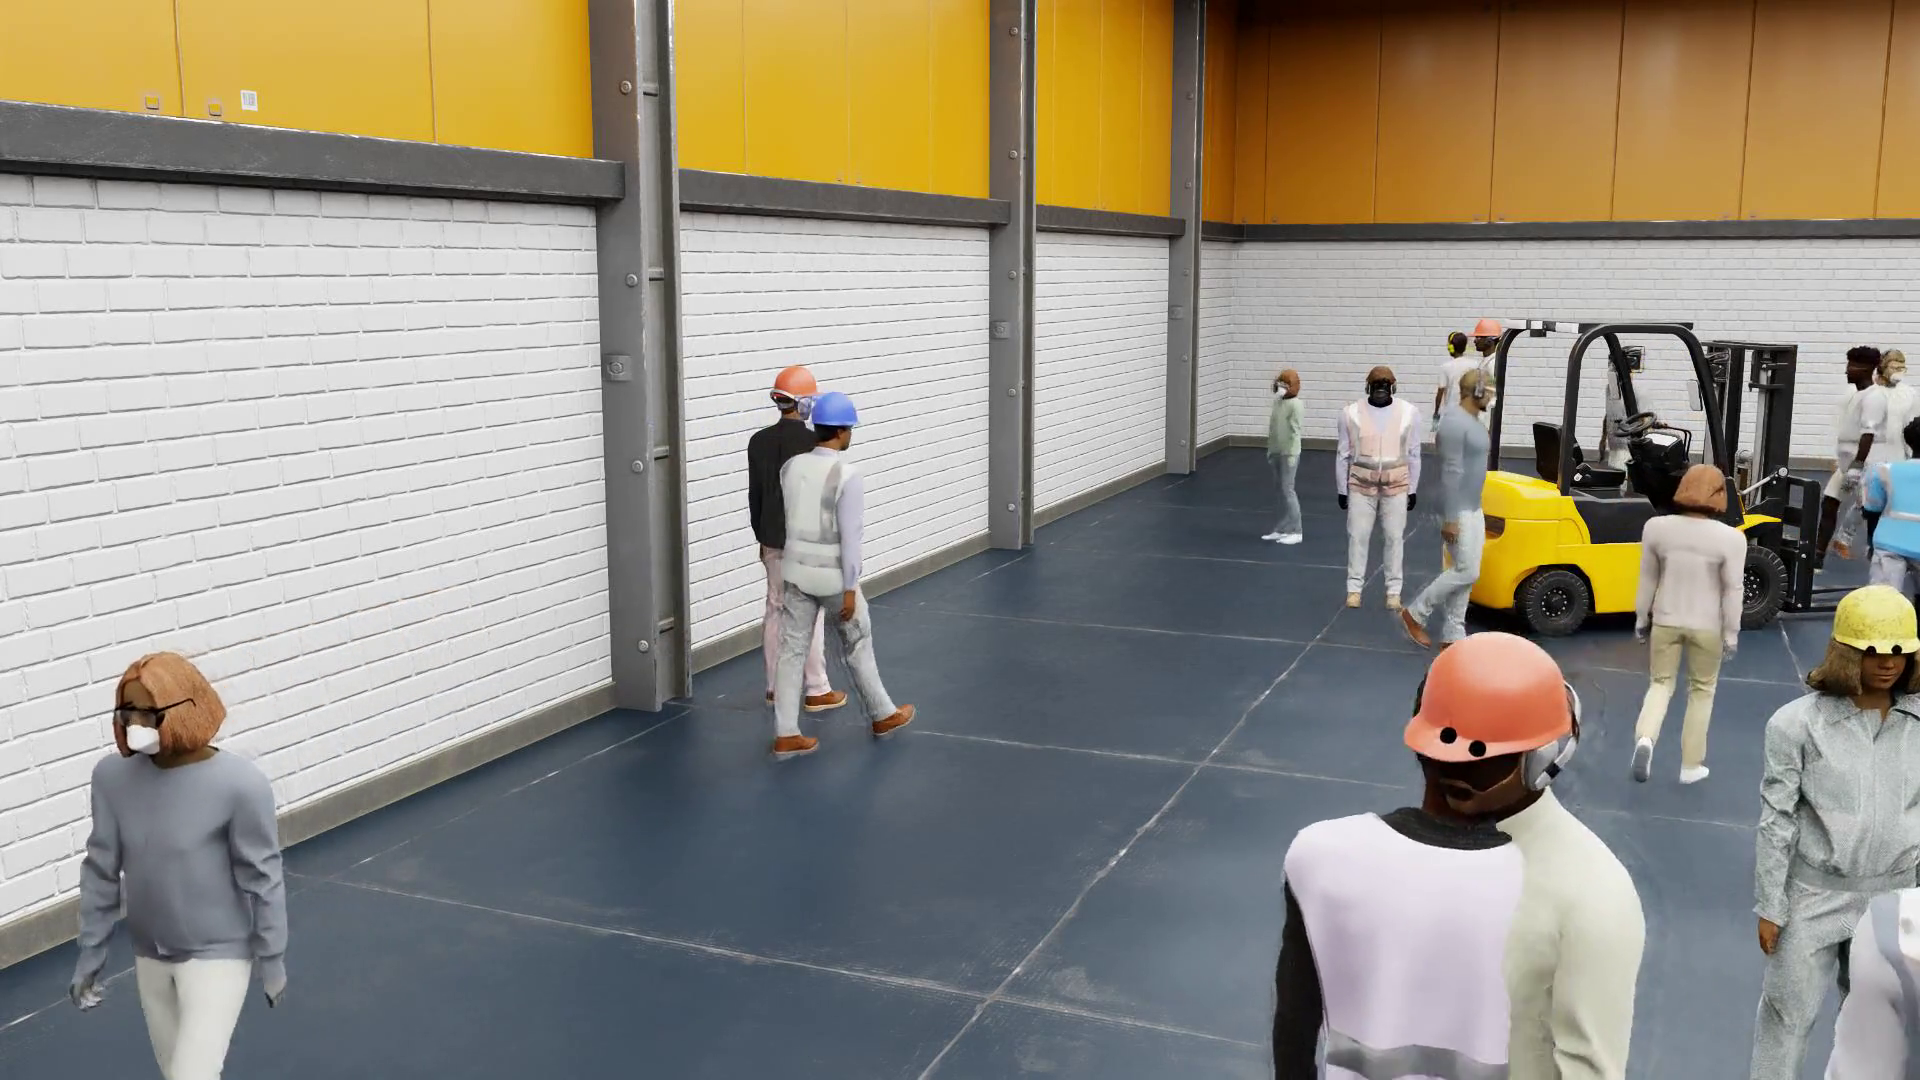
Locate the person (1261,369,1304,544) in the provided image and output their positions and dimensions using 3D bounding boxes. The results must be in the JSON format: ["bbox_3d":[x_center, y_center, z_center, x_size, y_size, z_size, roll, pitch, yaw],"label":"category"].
[{"bbox_3d":[3.020,-0.773,15.400,0.315,1.625,0.540,-2,10,-11],"label":"person"}]

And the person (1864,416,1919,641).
[{"bbox_3d":[5.899,0.049,10.305,0.549,1.645,0.852,8,12,39],"label":"person"}]

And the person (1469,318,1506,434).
[{"bbox_3d":[5.248,-1.191,16.646,0.378,2.045,0.605,2,10,12],"label":"person"}]

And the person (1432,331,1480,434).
[{"bbox_3d":[5.431,-1.351,18.207,0.542,1.852,0.416,-2,10,-13],"label":"person"}]

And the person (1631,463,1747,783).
[{"bbox_3d":[3.530,0.431,8.111,0.509,1.611,0.585,8,12,40],"label":"person"}]

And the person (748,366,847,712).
[{"bbox_3d":[-0.942,-0.004,9.606,0.609,1.995,0.376,6,11,31],"label":"person"}]

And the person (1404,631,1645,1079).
[{"bbox_3d":[1.010,1.105,3.108,1.037,1.928,0.638,-3,10,-17],"label":"person"}]

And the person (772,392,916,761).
[{"bbox_3d":[-0.650,0.171,8.796,0.627,1.898,0.951,8,12,40],"label":"person"}]

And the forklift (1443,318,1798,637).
[{"bbox_3d":[4.706,-0.497,11.990,2.313,2.155,1.214,-2,10,-10],"label":"forklift"}]

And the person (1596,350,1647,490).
[{"bbox_3d":[6.045,-0.823,15.044,0.723,1.840,0.553,-2,10,-13],"label":"person"}]

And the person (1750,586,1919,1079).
[{"bbox_3d":[2.367,0.977,4.420,0.493,1.743,0.295,0,9,1],"label":"person"}]

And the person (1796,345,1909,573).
[{"bbox_3d":[7.427,-0.639,13.677,0.960,1.926,0.624,2,10,12],"label":"person"}]

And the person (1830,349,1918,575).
[{"bbox_3d":[7.774,-0.688,14.129,0.632,1.885,1.039,-2,9,-9],"label":"person"}]

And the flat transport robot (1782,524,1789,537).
[{"bbox_3d":[7.173,-0.177,15.865,0.652,0.197,1.431,-1,9,-7],"label":"flat transport robot"}]

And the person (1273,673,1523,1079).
[{"bbox_3d":[0.866,1.148,3.069,0.595,1.876,0.995,2,10,12],"label":"person"}]

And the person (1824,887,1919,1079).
[{"bbox_3d":[1.830,1.193,2.897,0.598,1.819,0.621,2,10,12],"label":"person"}]

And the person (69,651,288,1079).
[{"bbox_3d":[-1.969,1.077,4.212,0.510,1.620,0.449,3,10,18],"label":"person"}]

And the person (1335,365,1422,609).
[{"bbox_3d":[3.121,-0.388,12.444,0.618,1.835,0.432,2,10,11],"label":"person"}]

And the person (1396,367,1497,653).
[{"bbox_3d":[3.238,-0.169,10.851,0.492,1.914,0.654,6,11,33],"label":"person"}]
